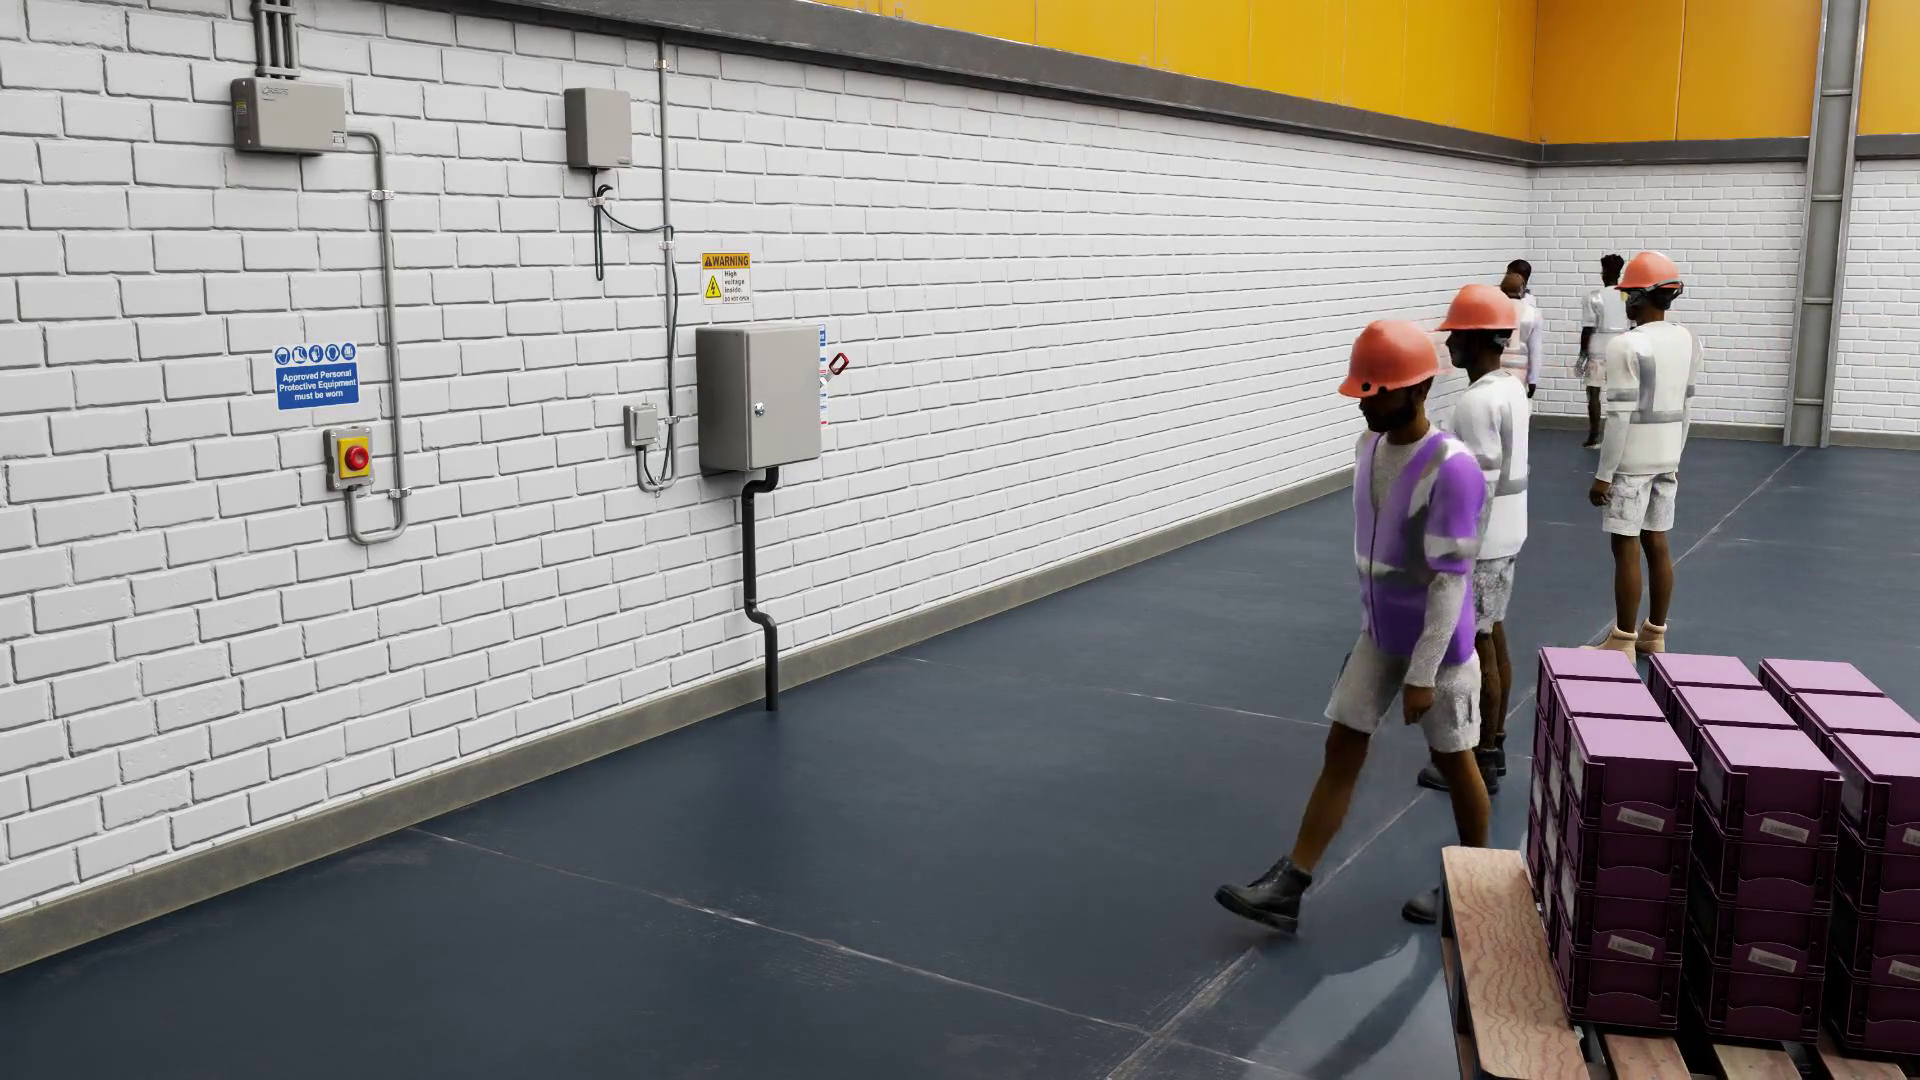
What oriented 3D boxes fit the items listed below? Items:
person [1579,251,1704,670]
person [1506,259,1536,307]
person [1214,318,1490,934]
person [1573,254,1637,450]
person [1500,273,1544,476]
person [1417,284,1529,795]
[{"bbox_3d":[3.328,-0.382,8.179,0.607,2.044,0.378,-7,12,-32],"label":"person"},{"bbox_3d":[5.256,-1.676,15.693,0.393,1.920,0.591,4,11,20],"label":"person"},{"bbox_3d":[1.241,0.293,4.901,1.006,1.874,0.568,-4,11,-23],"label":"person"},{"bbox_3d":[6.497,-1.877,16.702,0.647,1.961,0.479,-1,10,-4],"label":"person"},{"bbox_3d":[4.796,-1.424,14.596,0.641,1.802,0.843,6,12,29],"label":"person"},{"bbox_3d":[1.954,0.002,6.344,0.379,1.937,0.548,6,12,30],"label":"person"}]
